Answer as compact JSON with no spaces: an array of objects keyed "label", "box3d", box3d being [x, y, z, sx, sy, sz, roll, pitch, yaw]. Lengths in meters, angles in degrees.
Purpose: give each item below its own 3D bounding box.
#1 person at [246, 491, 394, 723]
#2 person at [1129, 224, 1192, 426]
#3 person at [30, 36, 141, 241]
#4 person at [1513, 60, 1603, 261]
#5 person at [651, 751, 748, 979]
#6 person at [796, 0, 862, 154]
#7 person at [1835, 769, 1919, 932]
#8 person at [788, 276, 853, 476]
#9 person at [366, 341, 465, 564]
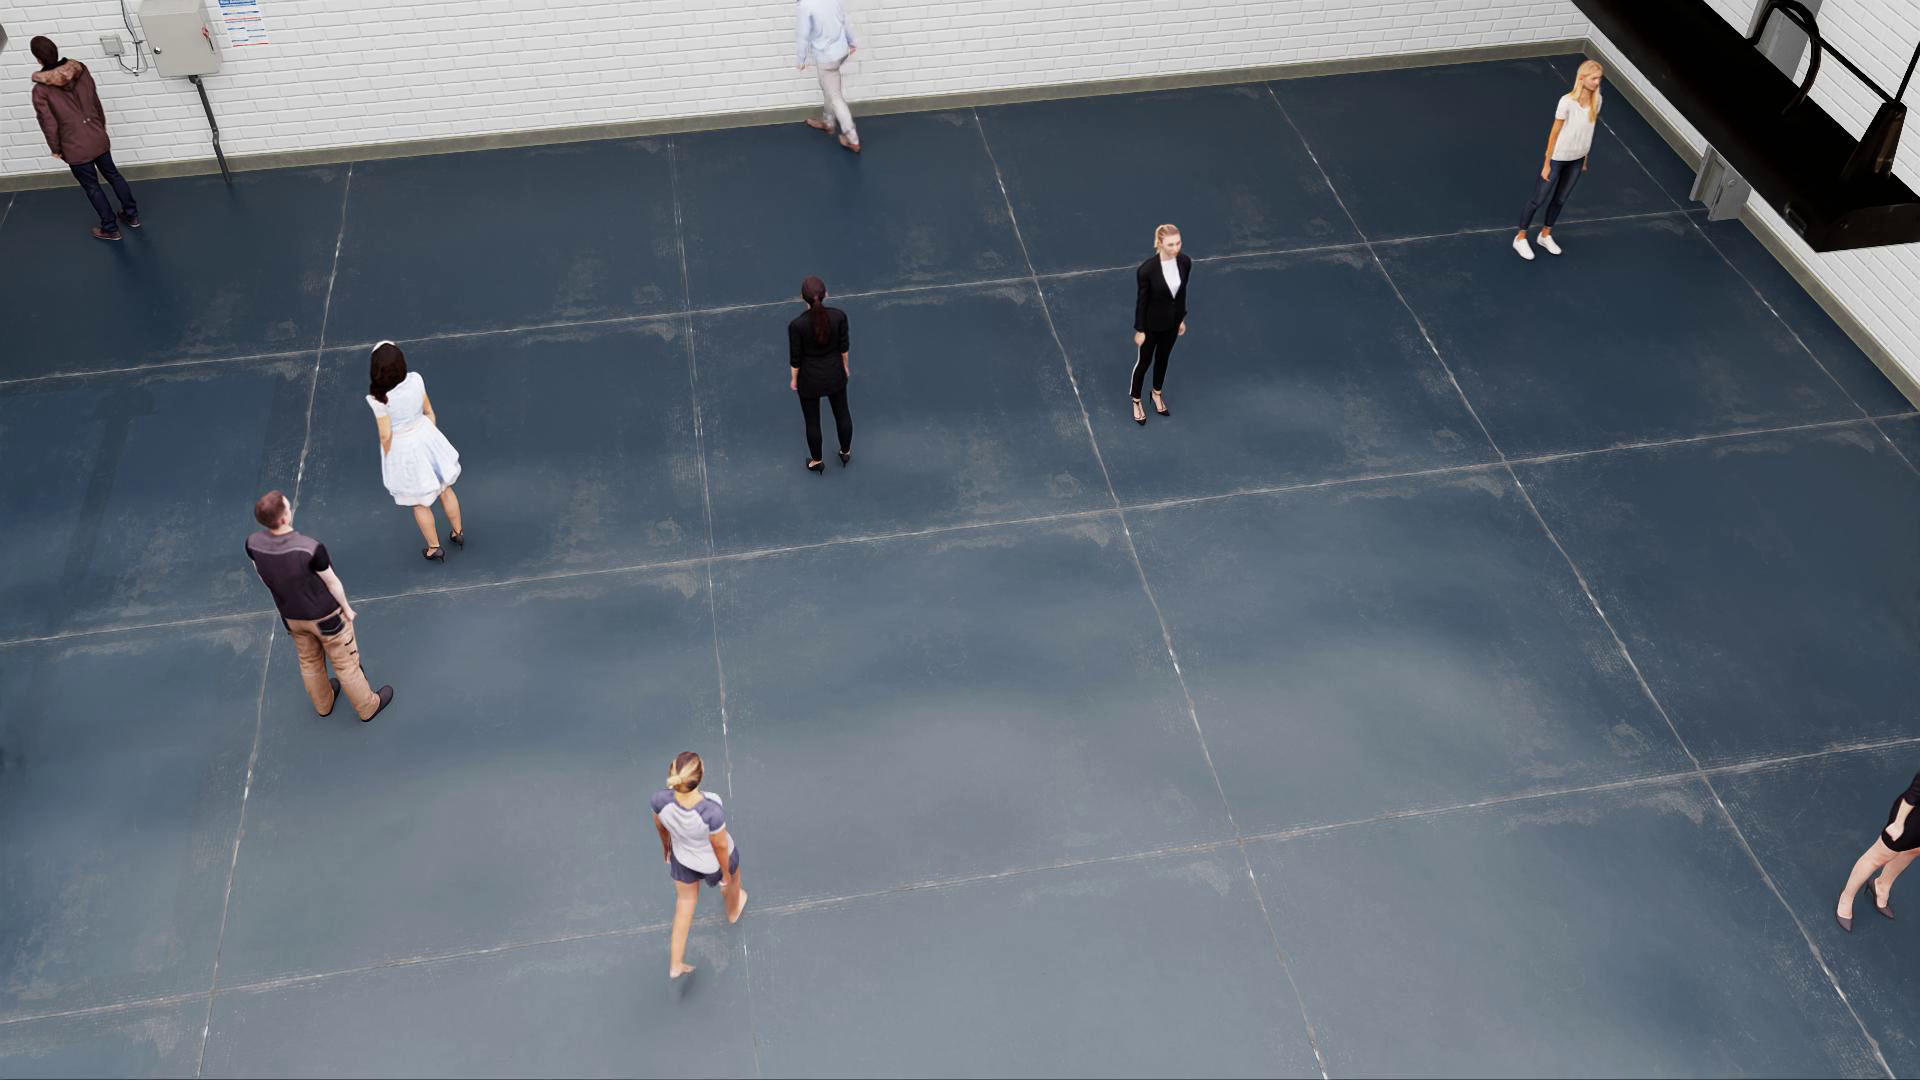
[{"label":"person","box3d":[-3.973,0.416,10.163,0.758,1.842,0.725,8,44,8]},{"label":"person","box3d":[1.481,-1.613,12.391,0.673,1.707,0.639,-19,47,-19]},{"label":"person","box3d":[-7.496,-3.432,14.199,0.934,1.848,0.844,20,47,19]},{"label":"person","box3d":[5.061,-3.196,13.982,0.615,1.803,0.565,-14,45,-14]},{"label":"person","box3d":[-1.421,1.750,8.940,0.821,1.598,1.041,10,45,10]},{"label":"person","box3d":[-1.135,-4.412,15.237,1.042,1.833,1.100,-34,53,-31]},{"label":"person","box3d":[5.247,1.499,9.052,0.600,1.806,0.503,-10,45,-11]},{"label":"person","box3d":[-1.001,-1.169,11.959,0.647,1.660,0.612,-16,46,-16]},{"label":"person","box3d":[-3.676,-0.582,11.230,0.908,1.816,0.856,33,53,30]}]
